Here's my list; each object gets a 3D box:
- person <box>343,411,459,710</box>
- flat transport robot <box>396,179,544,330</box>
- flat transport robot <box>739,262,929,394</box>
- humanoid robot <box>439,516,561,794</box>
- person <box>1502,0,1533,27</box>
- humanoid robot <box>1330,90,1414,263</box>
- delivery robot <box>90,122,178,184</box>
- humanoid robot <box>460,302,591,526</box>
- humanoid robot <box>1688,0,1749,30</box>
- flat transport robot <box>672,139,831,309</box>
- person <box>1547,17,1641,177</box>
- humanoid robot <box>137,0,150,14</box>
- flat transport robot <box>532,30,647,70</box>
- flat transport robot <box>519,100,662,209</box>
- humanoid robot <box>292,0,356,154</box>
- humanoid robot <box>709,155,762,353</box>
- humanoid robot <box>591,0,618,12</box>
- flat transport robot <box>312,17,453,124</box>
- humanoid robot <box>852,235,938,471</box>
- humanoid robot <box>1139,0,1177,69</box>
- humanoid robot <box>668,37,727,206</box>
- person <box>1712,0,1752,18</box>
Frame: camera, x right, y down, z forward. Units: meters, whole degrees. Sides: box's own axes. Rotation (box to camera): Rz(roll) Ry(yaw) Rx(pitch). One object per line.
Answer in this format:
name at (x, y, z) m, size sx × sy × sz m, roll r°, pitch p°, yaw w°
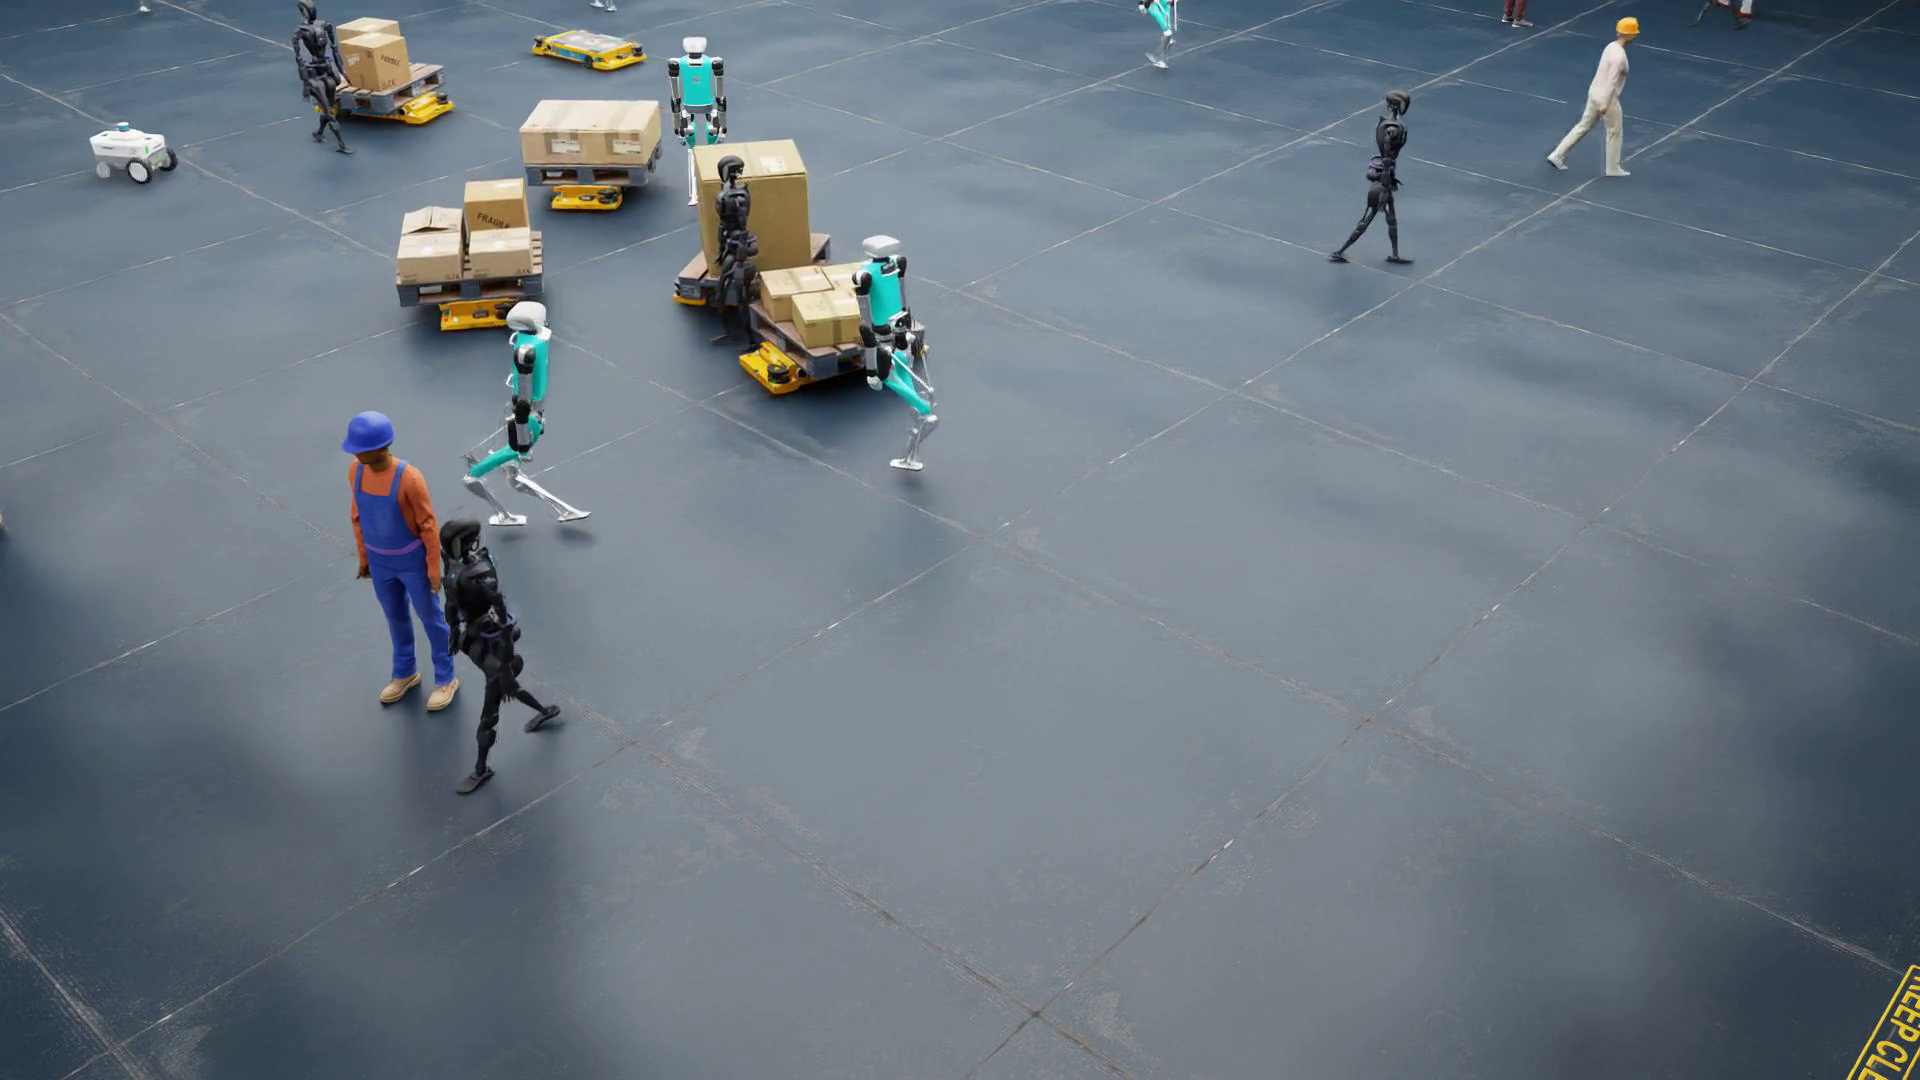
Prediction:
person at (-3.175, 0.114, 9.421) m, size 0.520 × 1.906 × 0.372 m, roll 9°, pitch 33°, yaw 15°
flat transport robot at (-4.290, -2.236, 14.754) m, size 0.659 × 0.231 × 1.431 m, roll -6°, pitch 32°, yaw -10°
flat transport robot at (-1.032, -1.558, 13.662) m, size 1.431 × 0.231 × 0.659 m, roll -18°, pitch 36°, yaw -27°
humanoid robot at (-2.526, 0.540, 9.001) m, size 0.598 × 1.639 × 0.785 m, roll 25°, pitch 40°, yaw 34°
person at (7.620, -7.833, 22.313) m, size 0.381 × 1.806 × 0.552 m, roll -9°, pitch 33°, yaw -15°
humanoid robot at (3.852, -3.290, 15.159) m, size 0.768 × 1.629 × 0.585 m, roll 10°, pitch 33°, yaw 15°
delivery robot at (-8.690, -4.074, 17.437) m, size 0.784 × 0.589 × 0.499 m, roll 7°, pitch 33°, yaw 11°
humanoid robot at (-2.994, -0.747, 10.960) m, size 0.904 × 1.734 × 0.560 m, roll 0°, pitch 32°, yaw 0°
humanoid robot at (10.284, -7.677, 22.230) m, size 0.737 × 1.625 × 0.602 m, roll -6°, pitch 32°, yaw -9°
flat transport robot at (-1.774, -2.240, 14.762) m, size 1.431 × 0.231 × 0.659 m, roll 7°, pitch 33°, yaw 11°
person at (6.635, -4.589, 17.222) m, size 0.820 × 1.656 × 0.465 m, roll -1°, pitch 32°, yaw -1°
humanoid robot at (-11.340, -8.050, 22.749) m, size 0.776 × 1.803 × 0.550 m, roll 26°, pitch 40°, yaw 35°
flat transport robot at (-4.742, -6.268, 21.248) m, size 1.431 × 0.231 × 0.659 m, roll 21°, pitch 38°, yaw 30°
flat transport robot at (-3.736, -3.739, 17.175) m, size 0.659 × 0.231 × 1.431 m, roll 0°, pitch 32°, yaw 0°
humanoid robot at (-6.909, -5.024, 17.971) m, size 0.780 × 1.641 × 0.607 m, roll 17°, pitch 36°, yaw 25°
humanoid robot at (-1.864, -2.304, 13.529) m, size 0.424 × 1.655 × 0.588 m, roll -15°, pitch 35°, yaw -22°
humanoid robot at (-5.057, -8.196, 22.966) m, size 0.585 × 1.778 × 0.865 m, roll -3°, pitch 32°, yaw -5°
flat transport robot at (-6.700, -5.084, 19.340) m, size 1.431 × 0.231 × 0.659 m, roll 10°, pitch 33°, yaw 15°
humanoid robot at (-0.336, -1.202, 11.764) m, size 0.795 × 1.840 × 0.566 m, roll 19°, pitch 36°, yaw 27°
humanoid robot at (2.497, -6.597, 20.385) m, size 0.543 × 1.773 × 0.921 m, roll -14°, pitch 35°, yaw -21°
humanoid robot at (-2.541, -4.140, 16.304) m, size 0.533 × 1.675 × 0.735 m, roll -3°, pitch 32°, yaw -5°
person at (10.711, -8.132, 22.790) m, size 0.523 × 1.797 × 0.826 m, roll -22°, pitch 38°, yaw -31°
